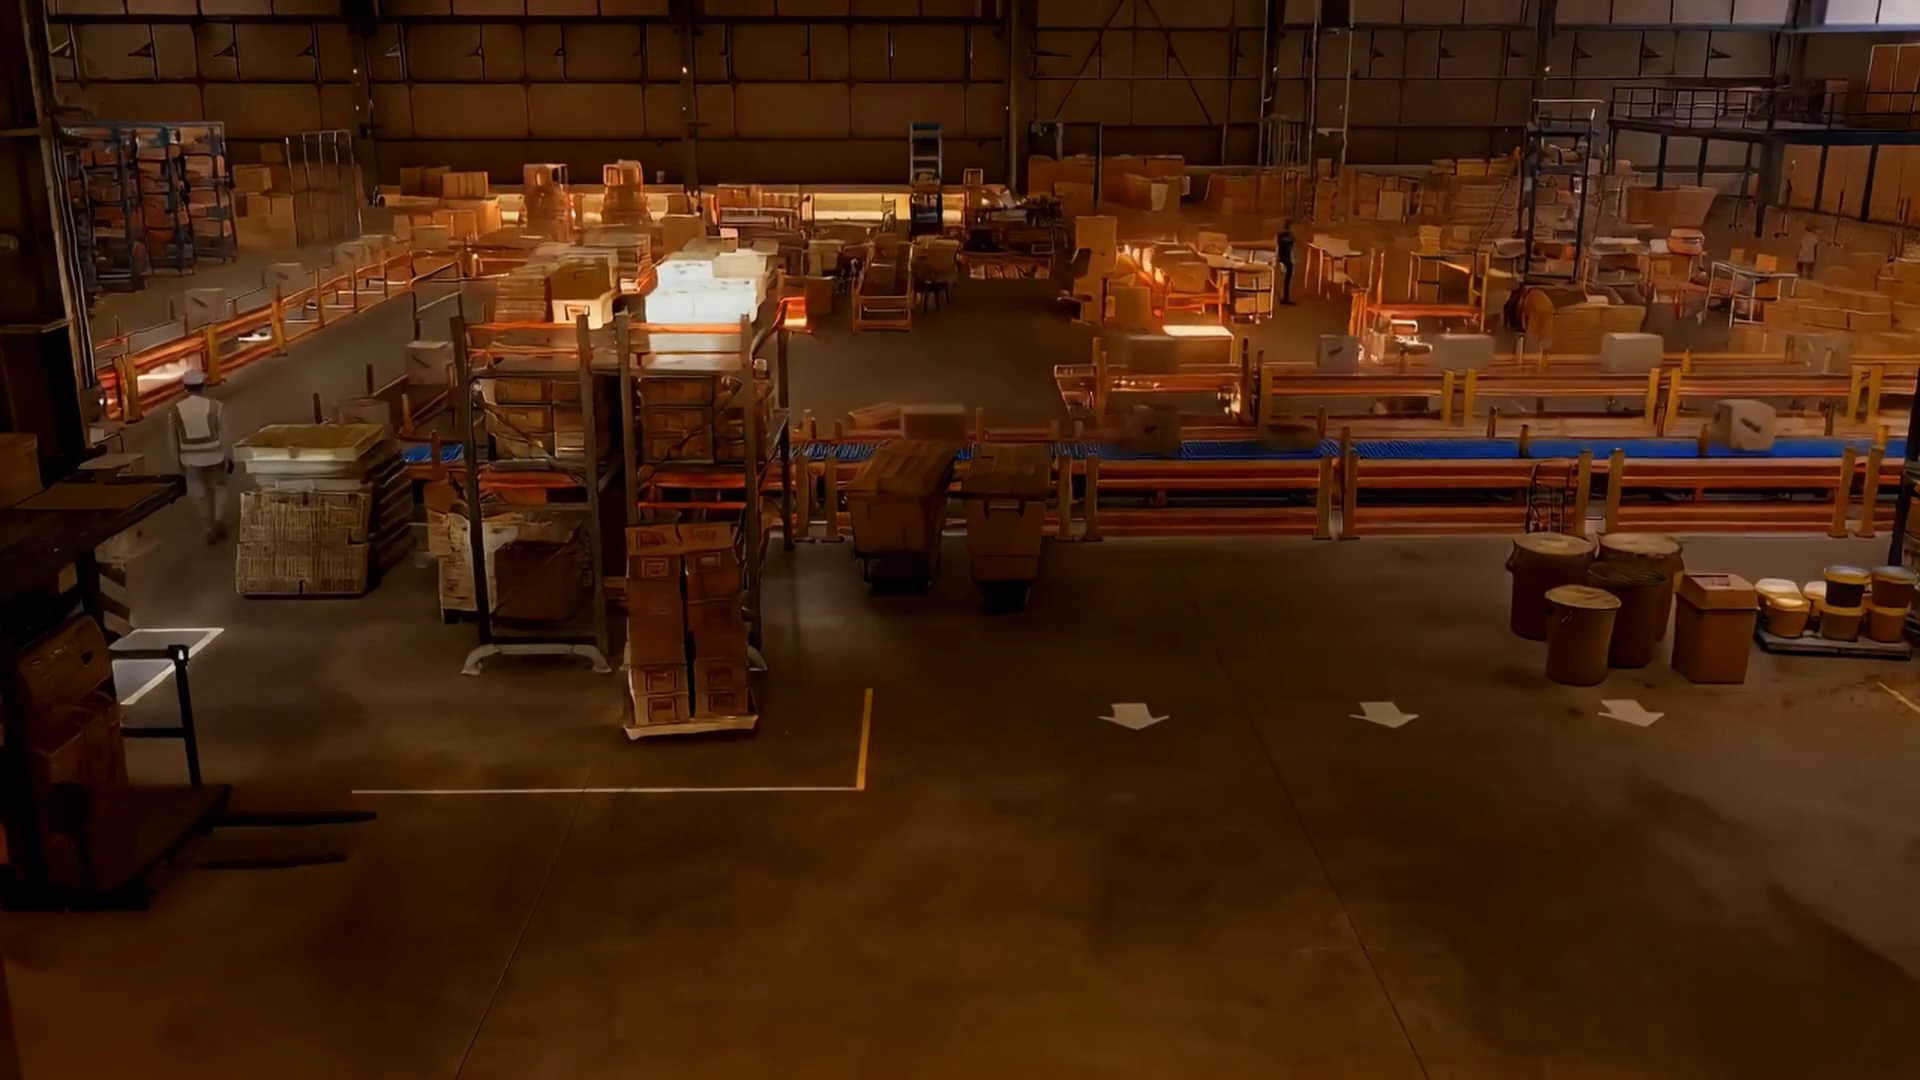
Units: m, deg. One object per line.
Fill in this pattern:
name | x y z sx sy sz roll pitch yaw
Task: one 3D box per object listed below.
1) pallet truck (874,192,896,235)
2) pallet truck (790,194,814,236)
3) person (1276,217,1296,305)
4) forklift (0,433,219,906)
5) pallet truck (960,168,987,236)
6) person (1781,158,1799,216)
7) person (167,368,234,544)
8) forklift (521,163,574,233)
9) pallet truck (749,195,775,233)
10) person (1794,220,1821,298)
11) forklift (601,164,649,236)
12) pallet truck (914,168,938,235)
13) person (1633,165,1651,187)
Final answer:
pallet truck | -2.277 -9.986 50.594 0.653 1.274 1.630 0 16 -1
pallet truck | -4.814 -9.883 50.259 0.704 1.261 1.522 -1 16 -3
person | 7.017 -5.985 35.679 0.323 1.871 0.530 -9 18 -28
forklift | -5.952 0.780 10.366 1.873 2.768 1.129 0 16 -1
pallet truck | 0.383 -10.230 50.206 0.823 1.965 1.885 -1 16 -3
person | 28.096 -11.942 56.284 0.587 1.928 0.362 -14 21 -41
person | -8.108 -0.874 17.825 0.614 1.925 0.551 -5 17 -17
forklift | -12.233 -10.122 49.298 1.157 1.987 2.680 0 16 -1
pallet truck | -6.051 -9.967 50.660 0.680 1.201 1.601 0 16 -1
person | 18.353 -6.040 36.088 0.538 1.756 0.393 3 16 10
forklift | -9.948 -10.127 49.296 1.157 1.987 2.680 -1 16 -3
pallet truck | -0.989 -10.316 50.507 0.823 1.965 1.885 1 16 3
person | 22.049 -11.198 53.802 0.422 1.864 0.604 -12 20 -37
